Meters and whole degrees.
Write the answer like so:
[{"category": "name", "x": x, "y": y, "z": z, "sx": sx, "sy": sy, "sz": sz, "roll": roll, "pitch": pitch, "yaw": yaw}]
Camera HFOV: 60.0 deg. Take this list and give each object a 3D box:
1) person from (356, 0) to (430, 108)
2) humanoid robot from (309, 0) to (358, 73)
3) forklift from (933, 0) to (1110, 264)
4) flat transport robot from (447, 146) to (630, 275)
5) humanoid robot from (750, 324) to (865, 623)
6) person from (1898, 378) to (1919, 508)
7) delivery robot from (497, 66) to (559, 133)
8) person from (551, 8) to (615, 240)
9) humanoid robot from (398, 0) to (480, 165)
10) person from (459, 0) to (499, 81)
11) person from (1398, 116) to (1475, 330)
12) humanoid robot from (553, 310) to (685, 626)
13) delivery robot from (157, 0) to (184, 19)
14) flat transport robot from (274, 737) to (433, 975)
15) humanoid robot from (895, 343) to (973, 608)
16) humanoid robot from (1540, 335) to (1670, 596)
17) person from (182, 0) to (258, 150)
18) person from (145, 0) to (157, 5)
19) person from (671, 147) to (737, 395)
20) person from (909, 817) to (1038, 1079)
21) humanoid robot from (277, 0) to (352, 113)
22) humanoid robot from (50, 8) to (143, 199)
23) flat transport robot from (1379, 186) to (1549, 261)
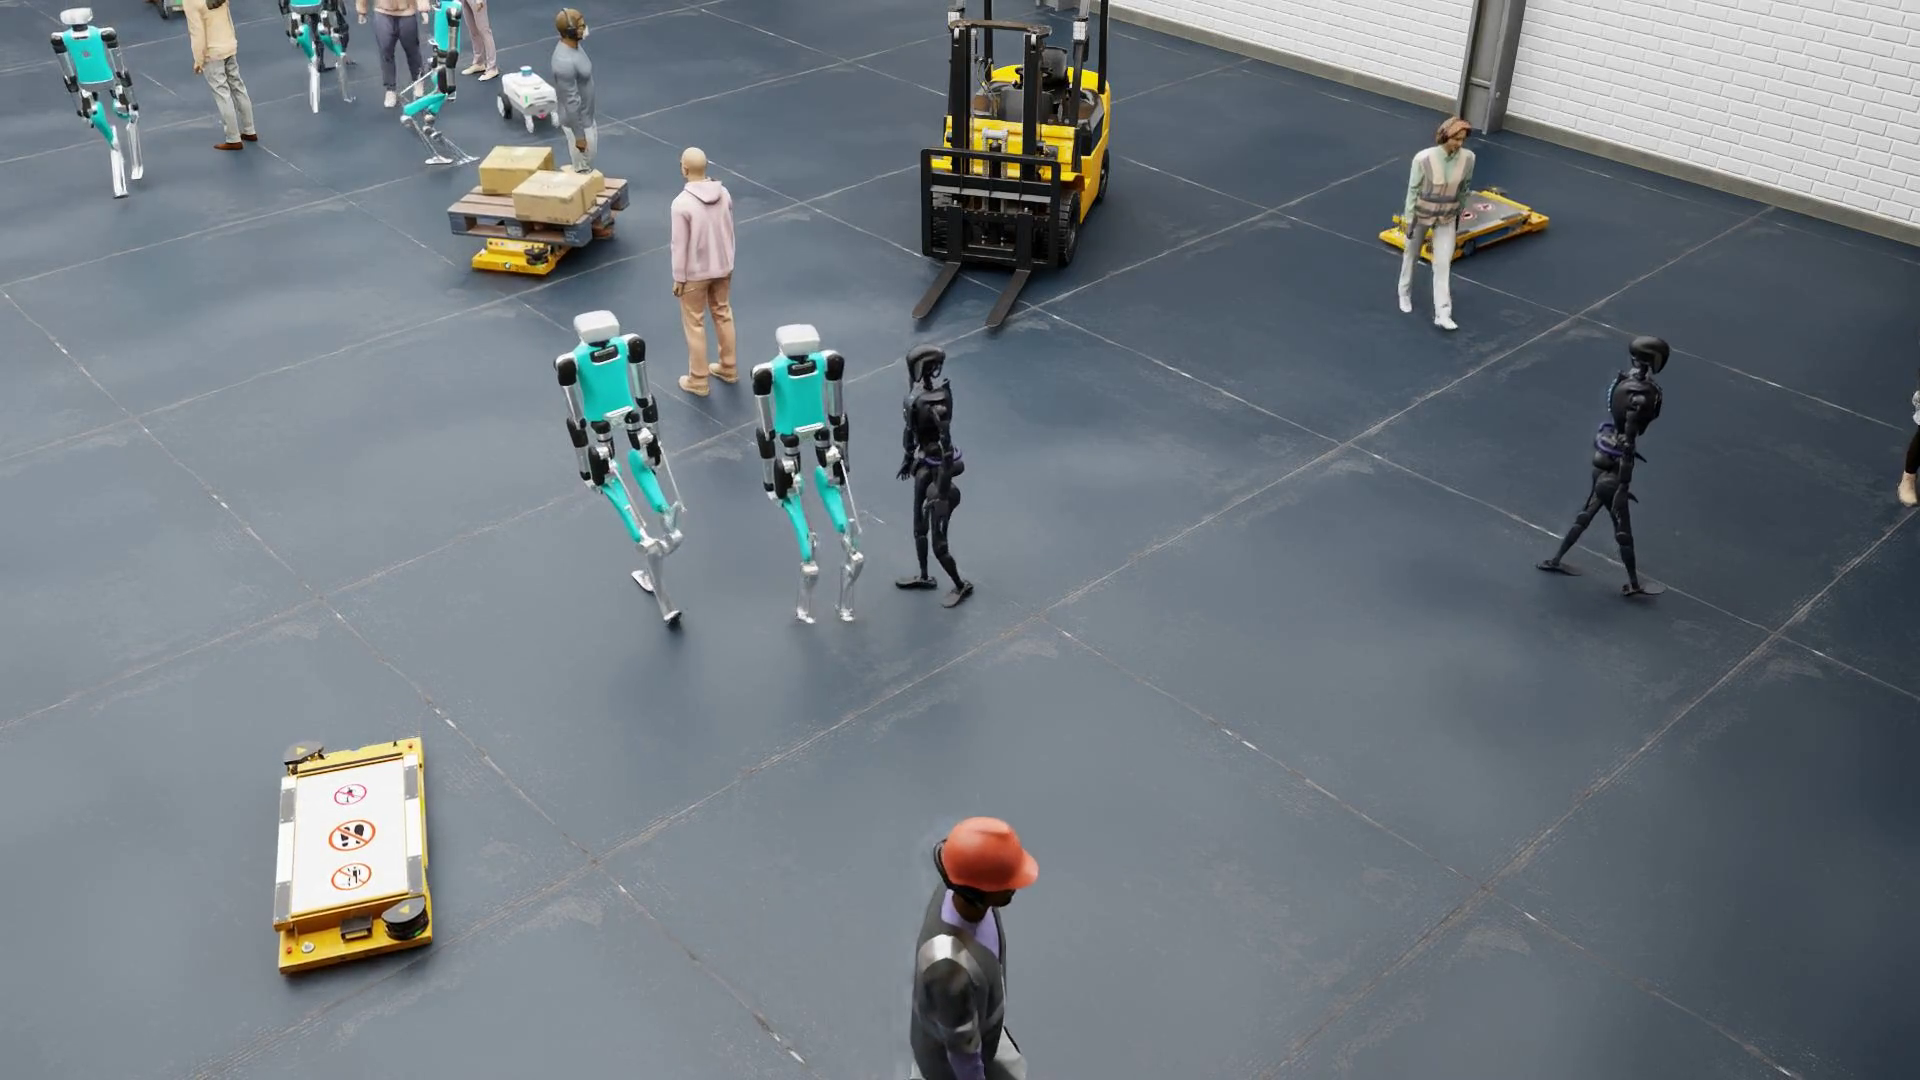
[{"category": "person", "x": -5.797, "y": -5.428, "z": 17.074, "sx": 0.800, "sy": 1.835, "sz": 0.623, "roll": -1, "pitch": 33, "yaw": -2}, {"category": "humanoid robot", "x": -6.916, "y": -5.911, "z": 17.972, "sx": 0.608, "sy": 1.644, "sz": 0.497, "roll": 13, "pitch": 35, "yaw": 19}, {"category": "forklift", "x": 0.570, "y": -3.725, "z": 14.138, "sx": 1.214, "sy": 2.155, "sz": 2.313, "roll": 9, "pitch": 34, "yaw": 13}, {"category": "flat transport robot", "x": -3.567, "y": -2.659, "z": 14.260, "sx": 0.659, "sy": 0.231, "sz": 1.431, "roll": 7, "pitch": 34, "yaw": 11}, {"category": "humanoid robot", "x": -0.795, "y": -0.279, "z": 9.277, "sx": 0.530, "sy": 1.797, "sz": 0.710, "roll": -14, "pitch": 36, "yaw": -21}, {"category": "person", "x": 6.171, "y": -0.904, "z": 10.264, "sx": 0.549, "sy": 1.677, "sz": 0.523, "roll": 7, "pitch": 34, "yaw": 10}, {"category": "delivery robot", "x": -4.348, "y": -4.477, "z": 16.795, "sx": 0.499, "sy": 0.598, "sz": 0.789, "roll": -19, "pitch": 37, "yaw": -26}, {"category": "person", "x": -3.195, "y": -3.506, "z": 14.032, "sx": 0.360, "sy": 1.939, "sz": 0.634, "roll": -4, "pitch": 33, "yaw": -6}, {"category": "humanoid robot", "x": -4.910, "y": -4.207, "z": 15.313, "sx": 0.851, "sy": 1.764, "sz": 0.537, "roll": -16, "pitch": 36, "yaw": -23}, {"category": "person", "x": -5.229, "y": -5.814, "z": 17.737, "sx": 0.310, "sy": 1.768, "sz": 0.524, "roll": -28, "pitch": 42, "yaw": -36}, {"category": "person", "x": 3.608, "y": -2.388, "z": 12.609, "sx": 0.526, "sy": 1.601, "sz": 0.797, "roll": -1, "pitch": 33, "yaw": -2}, {"category": "humanoid robot", "x": -1.812, "y": -0.323, "z": 9.401, "sx": 0.546, "sy": 1.856, "sz": 0.848, "roll": -22, "pitch": 39, "yaw": -29}, {"category": "delivery robot", "x": -9.438, "y": -6.633, "z": 20.119, "sx": 0.499, "sy": 0.609, "sz": 0.813, "roll": -10, "pitch": 34, "yaw": -15}, {"category": "flat transport robot", "x": -2.897, "y": 1.441, "z": 7.958, "sx": 0.659, "sy": 0.231, "sz": 1.431, "roll": -9, "pitch": 34, "yaw": -14}, {"category": "humanoid robot", "x": -0.146, "y": -0.388, "z": 9.480, "sx": 0.390, "sy": 1.645, "sz": 0.603, "roll": -12, "pitch": 35, "yaw": -18}, {"category": "humanoid robot", "x": 3.853, "y": -0.442, "z": 9.590, "sx": 0.735, "sy": 1.634, "sz": 0.601, "roll": 11, "pitch": 35, "yaw": 16}, {"category": "person", "x": -7.091, "y": -4.665, "z": 15.873, "sx": 0.405, "sy": 1.876, "sz": 0.555, "roll": 10, "pitch": 34, "yaw": 14}, {"category": "person", "x": -9.934, "y": -7.385, "z": 20.289, "sx": 0.516, "sy": 1.633, "sz": 0.694, "roll": 15, "pitch": 36, "yaw": 22}, {"category": "person", "x": -1.776, "y": -1.878, "z": 11.684, "sx": 0.413, "sy": 1.773, "sz": 0.537, "roll": 26, "pitch": 41, "yaw": 34}, {"category": "person", "x": -0.005, "y": 1.759, "z": 5.900, "sx": 1.037, "sy": 1.995, "sz": 0.613, "roll": 9, "pitch": 34, "yaw": 13}, {"category": "humanoid robot", "x": -6.582, "y": -5.251, "z": 16.944, "sx": 0.530, "sy": 1.808, "sz": 0.796, "roll": -8, "pitch": 34, "yaw": -12}, {"category": "humanoid robot", "x": -7.625, "y": -3.934, "z": 14.888, "sx": 0.544, "sy": 1.741, "sz": 1.017, "roll": -9, "pitch": 34, "yaw": -14}, {"category": "flat transport robot", "x": 4.368, "y": -2.727, "z": 14.365, "sx": 1.431, "sy": 0.231, "sz": 0.659, "roll": -21, "pitch": 38, "yaw": -29}]
